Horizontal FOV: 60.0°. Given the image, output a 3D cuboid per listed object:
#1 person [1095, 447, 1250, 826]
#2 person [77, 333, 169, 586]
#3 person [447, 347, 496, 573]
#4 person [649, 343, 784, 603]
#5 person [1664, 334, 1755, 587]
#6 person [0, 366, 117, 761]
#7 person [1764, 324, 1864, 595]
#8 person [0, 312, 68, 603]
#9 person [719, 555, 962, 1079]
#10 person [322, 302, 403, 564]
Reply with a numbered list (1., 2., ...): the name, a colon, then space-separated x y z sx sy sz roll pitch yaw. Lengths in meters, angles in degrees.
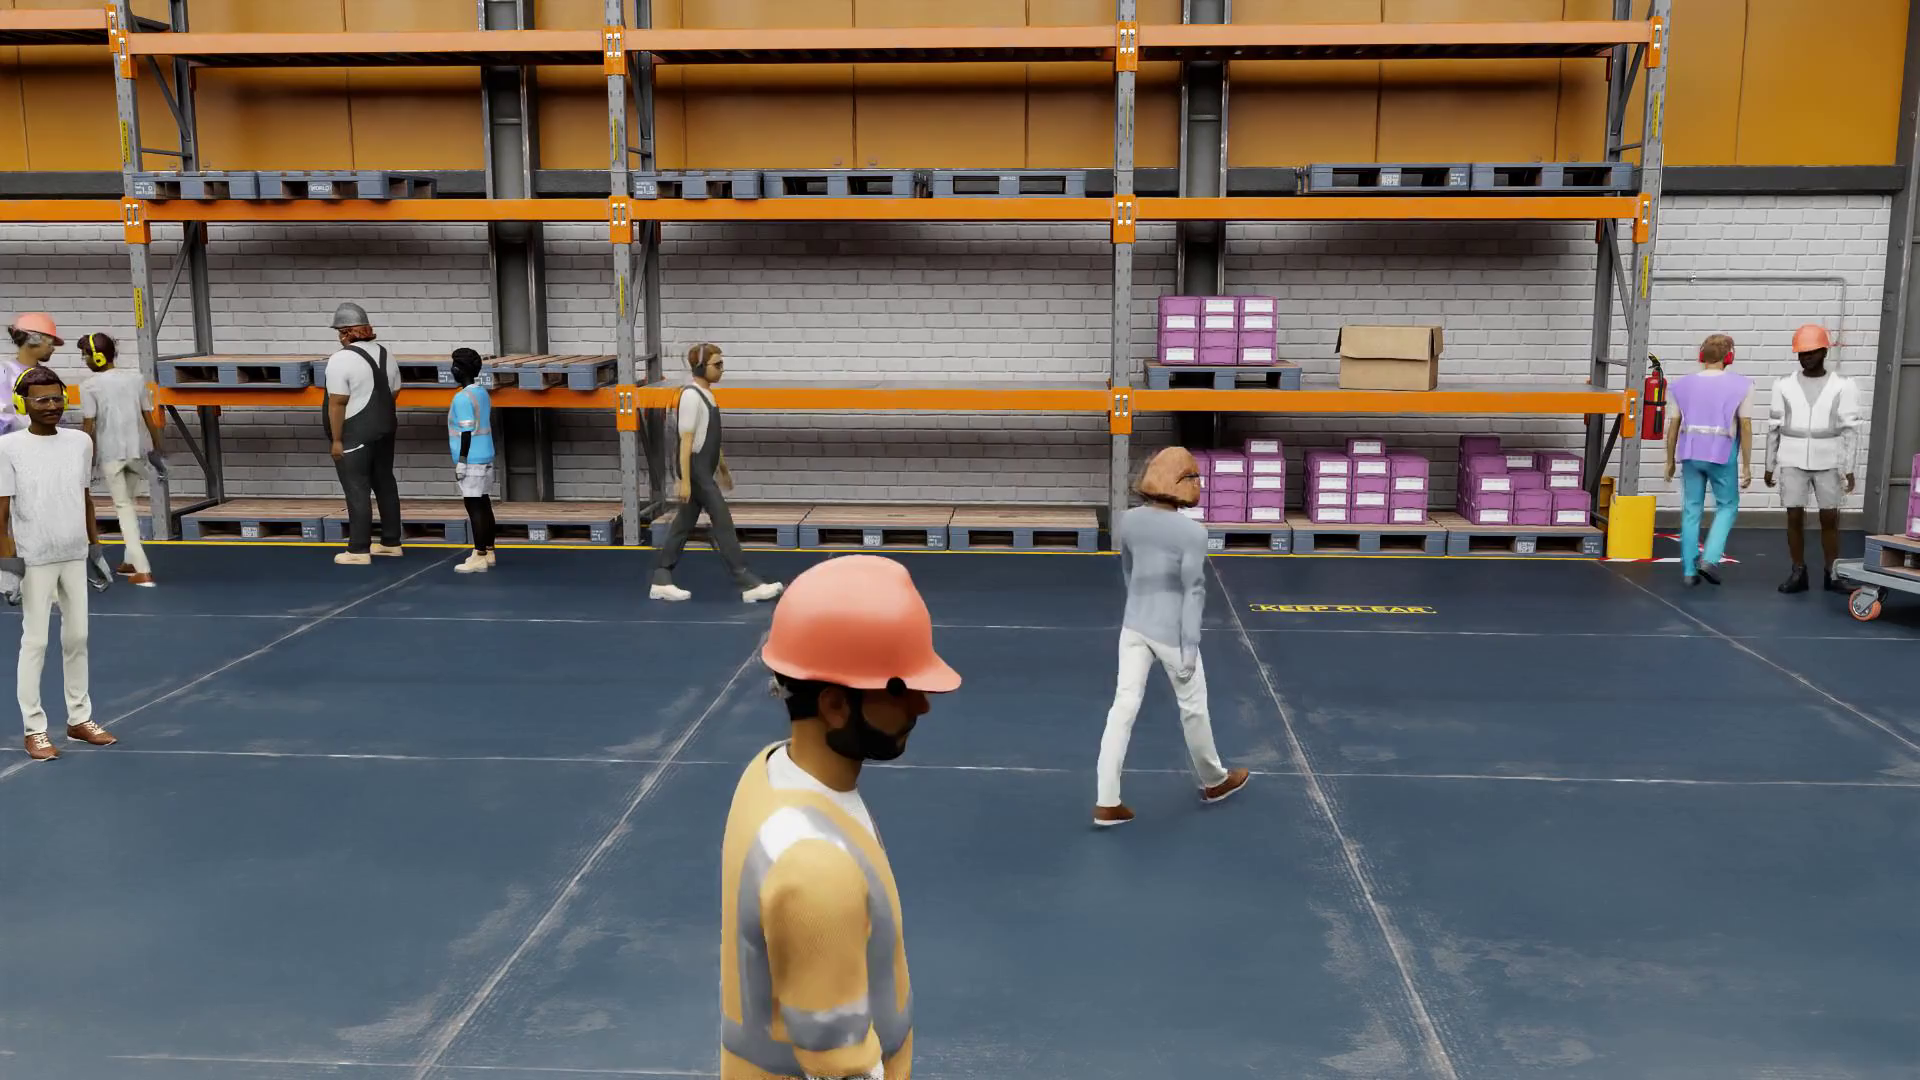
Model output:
1. person: 0.880 0.394 7.035 0.858 1.585 0.513 -9 13 -41
2. person: -6.139 -0.583 12.086 0.750 1.823 0.560 7 12 34
3. person: -3.694 -0.604 12.578 0.315 1.696 0.541 0 10 0
4. person: -1.728 -0.452 11.410 0.958 1.793 0.529 0 10 1
5. person: 5.349 -0.558 11.908 0.605 1.826 0.451 8 12 38
6. person: -4.326 0.102 7.948 0.309 1.868 0.535 6 11 30
7. person: 6.009 -0.548 11.633 0.705 1.910 0.494 5 11 28
8. person: -6.304 -0.544 11.361 0.598 1.994 0.643 3 10 16
9. person: -0.198 0.968 2.698 0.378 1.931 0.567 -2 10 -9
10. person: -4.698 -0.844 12.983 0.536 2.000 0.683 4 10 20
